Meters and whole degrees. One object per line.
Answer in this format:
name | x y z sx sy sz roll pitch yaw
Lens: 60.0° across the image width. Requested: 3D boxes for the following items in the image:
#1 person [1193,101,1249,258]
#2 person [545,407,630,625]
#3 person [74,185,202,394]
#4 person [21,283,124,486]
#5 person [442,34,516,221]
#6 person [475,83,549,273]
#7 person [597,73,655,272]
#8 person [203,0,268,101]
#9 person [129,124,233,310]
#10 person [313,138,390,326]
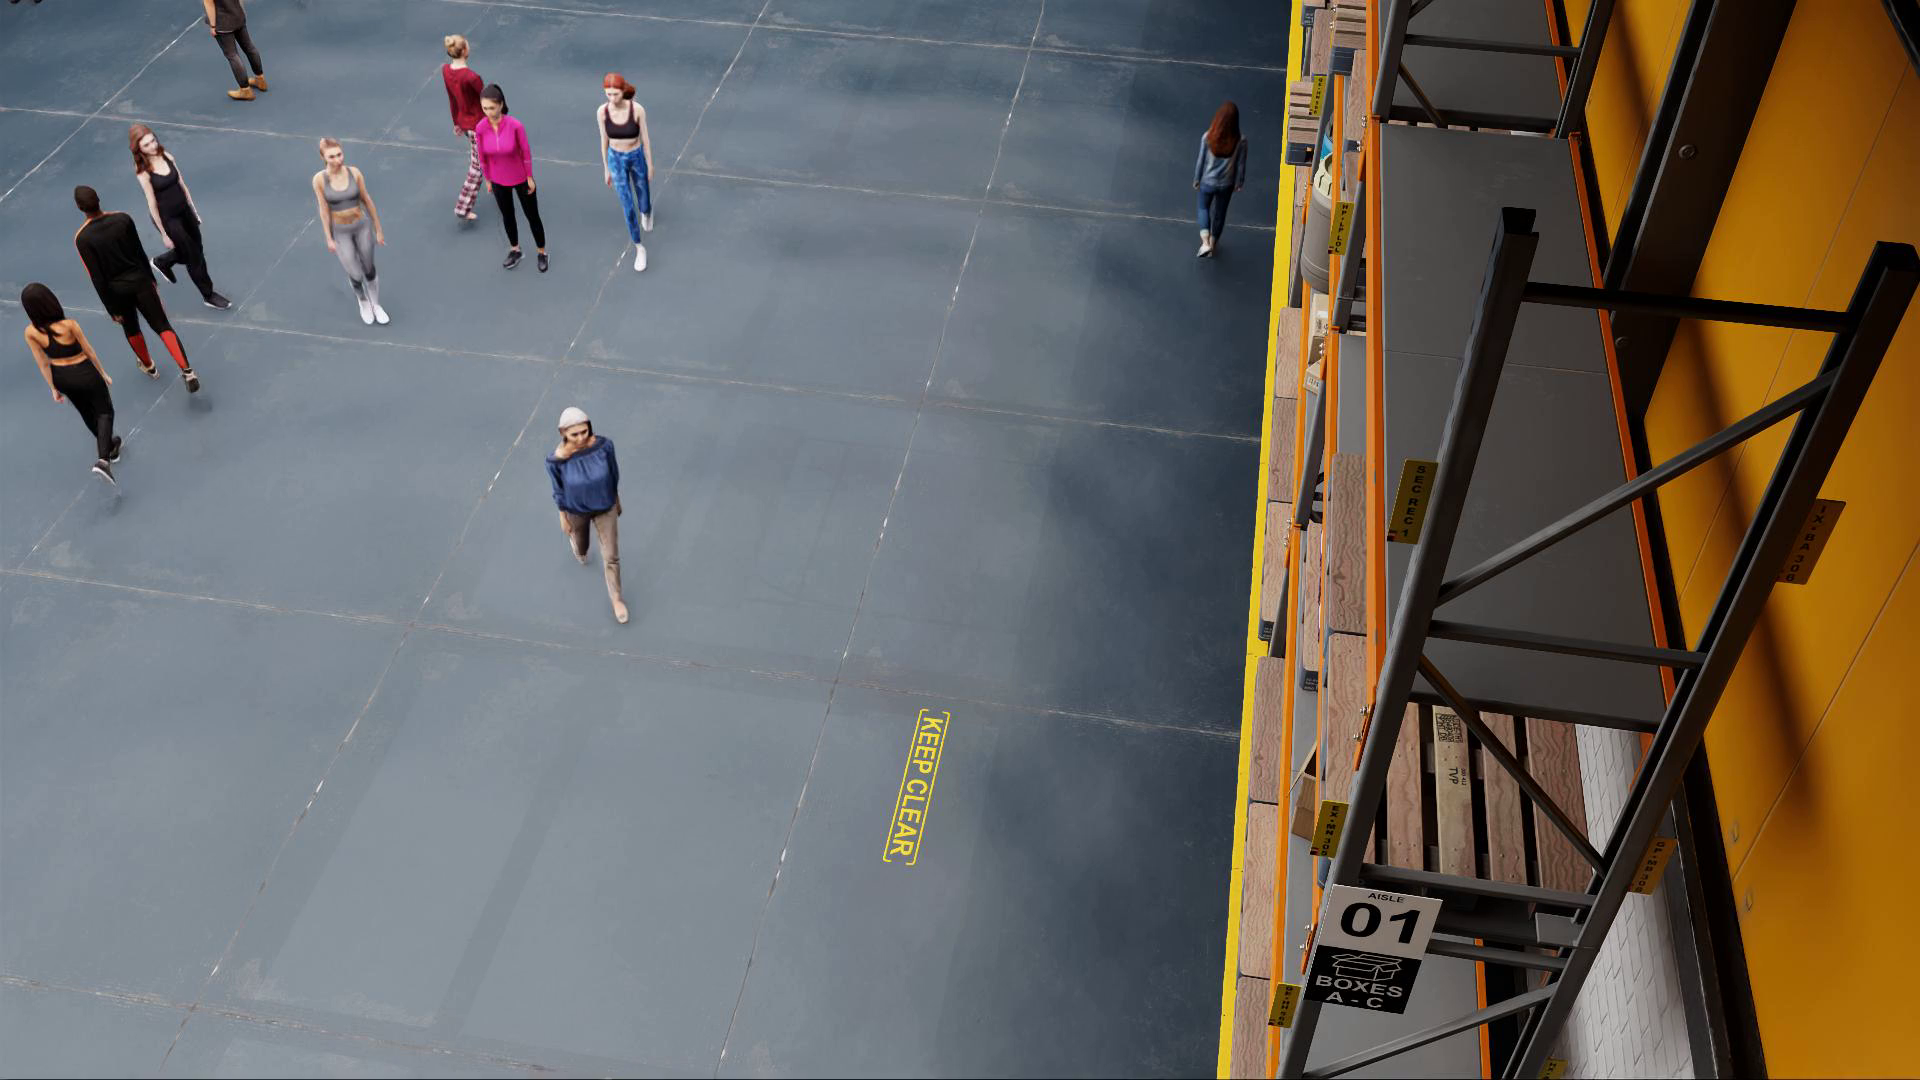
person | 2.194 -3.017 14.167 0.592 1.470 0.685 4 44 5
person | -2.503 -0.250 11.118 0.987 1.678 1.129 -19 47 -18
person | -6.326 -1.889 12.755 1.113 1.784 1.107 -32 52 -29
person | -6.395 -1.110 12.047 0.772 1.633 1.010 -9 44 -9
person | -4.312 -3.601 14.641 0.953 1.661 1.168 29 51 27
person | -3.806 -3.071 14.065 0.640 1.698 0.635 0 44 0
person | -2.804 -3.185 14.134 0.716 1.769 0.964 -4 44 -4
person | -7.159 -5.139 16.216 0.737 1.714 0.564 18 46 18
person | -6.500 -2.631 13.578 0.666 1.723 0.881 7 44 7
person | -4.952 -2.519 13.482 0.693 1.693 0.749 -24 49 -23
